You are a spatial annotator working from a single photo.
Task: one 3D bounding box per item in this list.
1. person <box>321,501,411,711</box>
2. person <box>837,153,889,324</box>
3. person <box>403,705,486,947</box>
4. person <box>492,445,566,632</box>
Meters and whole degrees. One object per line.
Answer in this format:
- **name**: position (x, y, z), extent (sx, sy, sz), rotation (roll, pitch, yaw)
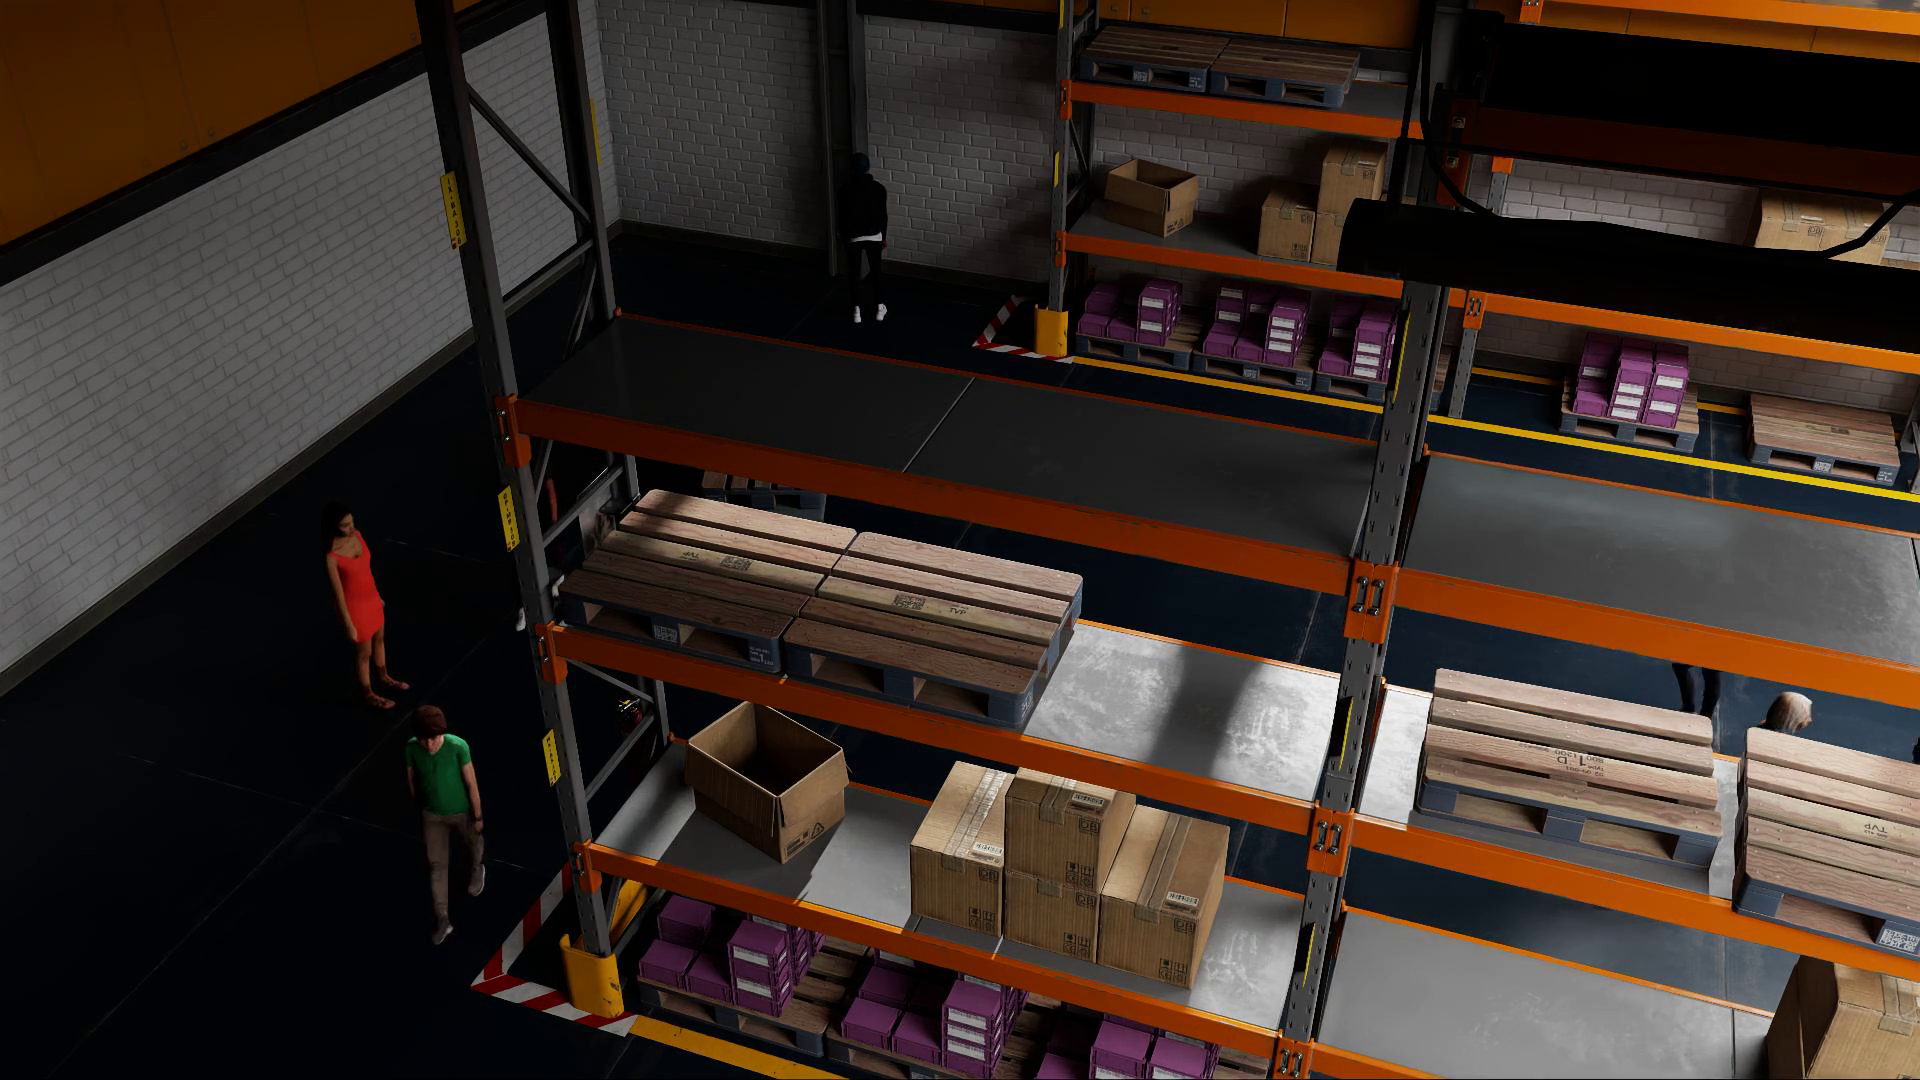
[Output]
- **person**: position (-4.288, 0.462, 11.833), extent (0.569, 1.716, 0.622), rotation (6, 34, 8)
- **person**: position (-0.993, -3.124, 17.135), extent (0.695, 1.818, 0.820), rotation (-4, 34, -7)
- **person**: position (-3.124, 1.585, 10.228), extent (1.066, 1.622, 0.946), rotation (-1, 34, -2)
- **person**: position (-3.295, -0.244, 12.871), extent (1.097, 1.741, 0.907), rotation (2, 34, 3)
